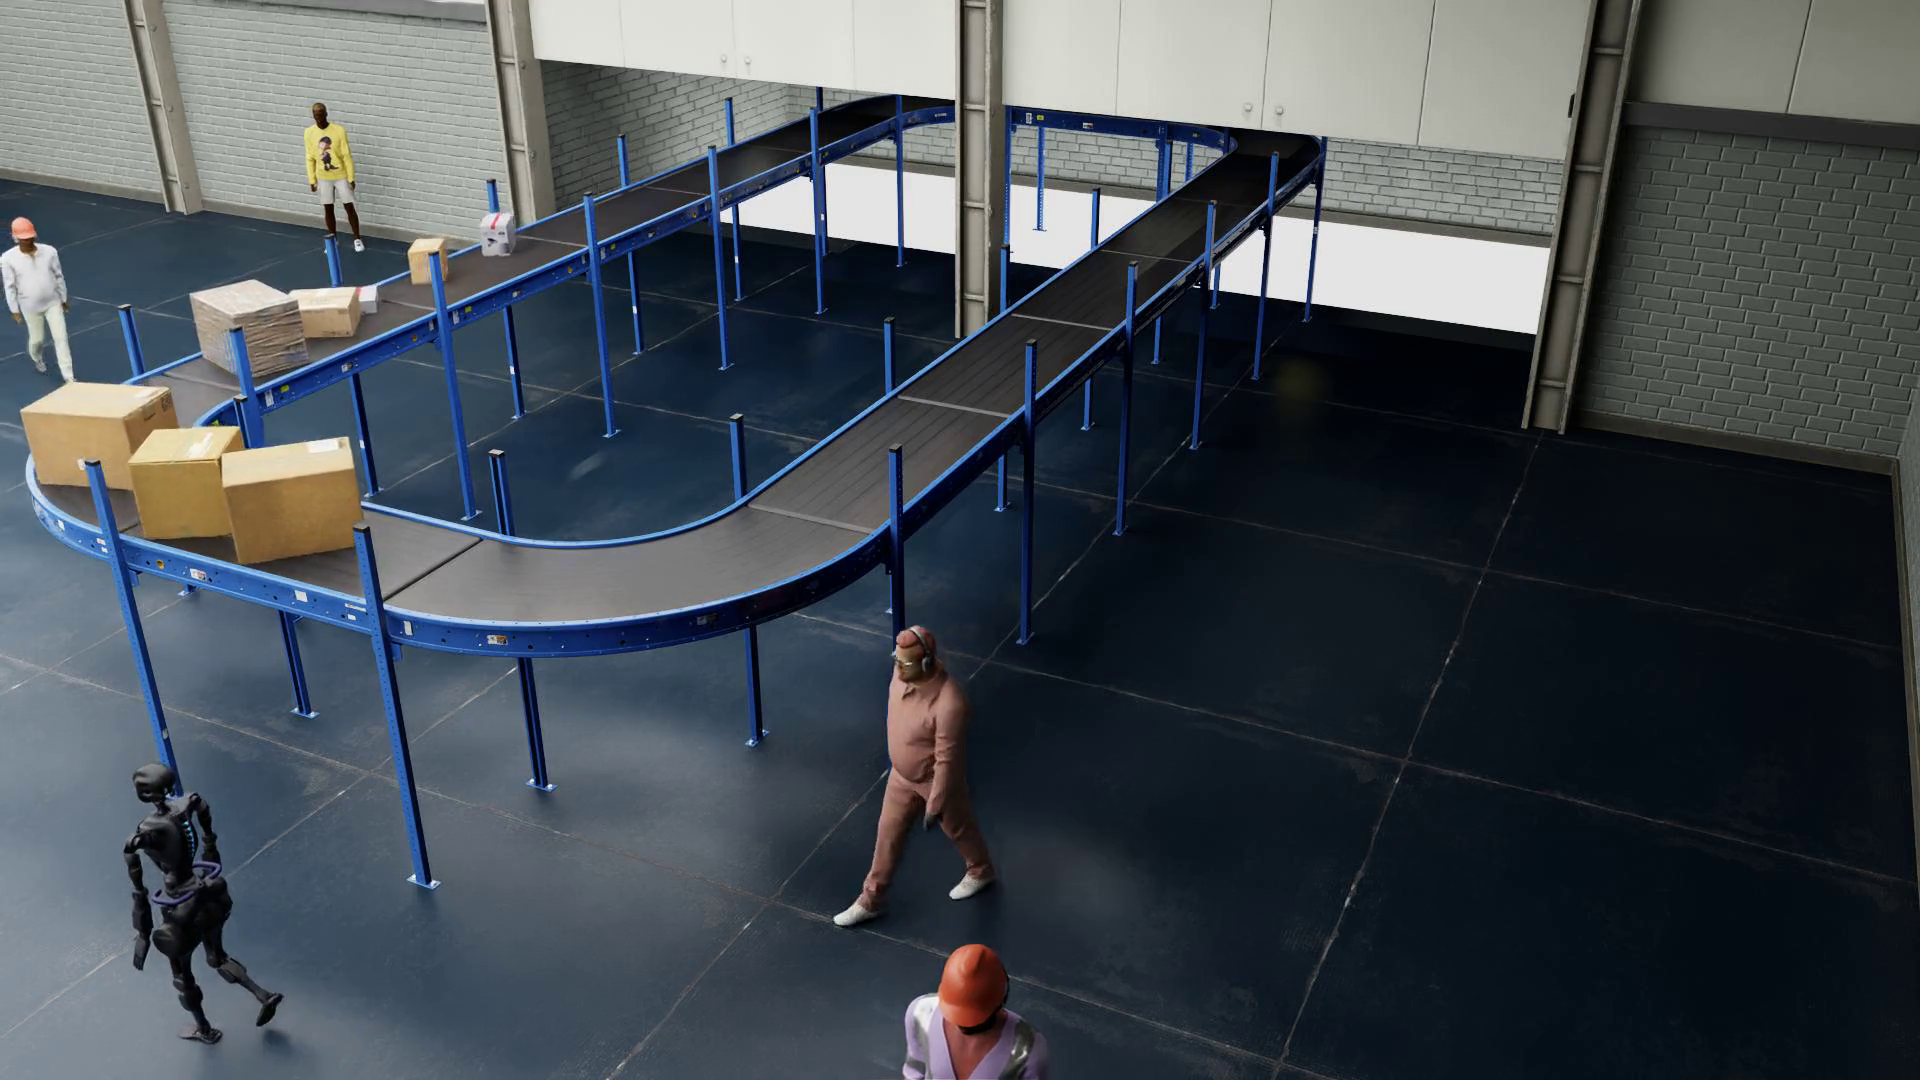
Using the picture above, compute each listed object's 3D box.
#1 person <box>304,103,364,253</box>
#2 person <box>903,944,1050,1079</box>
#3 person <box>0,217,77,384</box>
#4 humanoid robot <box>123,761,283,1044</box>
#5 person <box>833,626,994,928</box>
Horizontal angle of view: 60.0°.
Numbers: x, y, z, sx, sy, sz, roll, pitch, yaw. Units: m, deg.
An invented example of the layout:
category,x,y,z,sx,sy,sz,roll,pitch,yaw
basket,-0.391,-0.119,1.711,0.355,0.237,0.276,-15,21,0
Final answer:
category,x,y,z,sx,sy,sz,roll,pitch,yaw
person,-7.846,-4.521,20.776,0.564,1.887,0.379,-5,27,-10
person,0.046,2.421,6.620,0.607,2.035,0.402,12,29,23
person,-9.250,-2.406,16.682,0.569,1.726,0.718,-23,34,-38
humanoid robot,-3.775,1.833,8.217,0.549,1.643,0.589,8,27,15
person,-0.206,1.285,9.113,1.012,1.841,0.647,-19,32,-33
